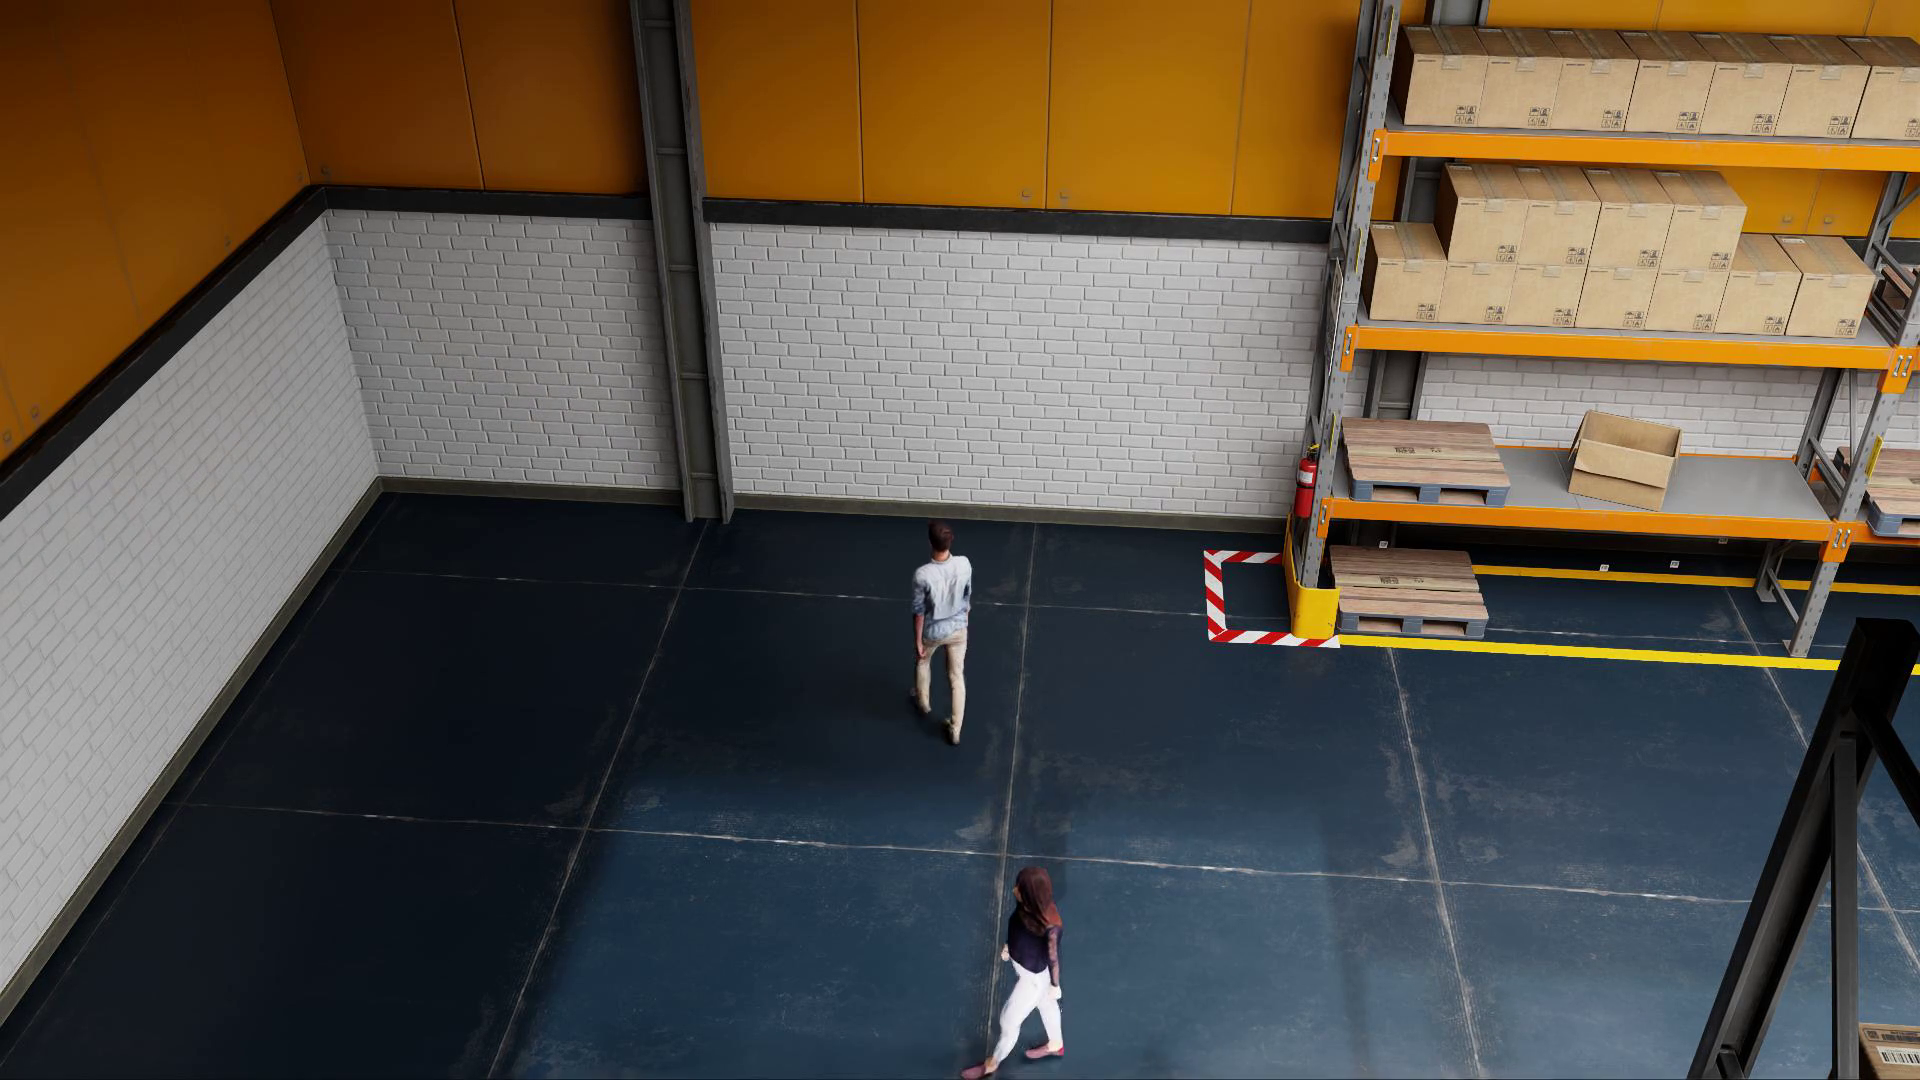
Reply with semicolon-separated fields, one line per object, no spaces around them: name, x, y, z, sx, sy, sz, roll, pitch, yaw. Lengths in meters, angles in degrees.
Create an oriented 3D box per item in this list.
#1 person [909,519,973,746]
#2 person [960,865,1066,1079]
person;-0.091;0.726;12.256;0.953;1.823;0.913;-9;35;-13
person;0.484;2.521;9.775;0.996;1.579;0.807;-9;35;-13
